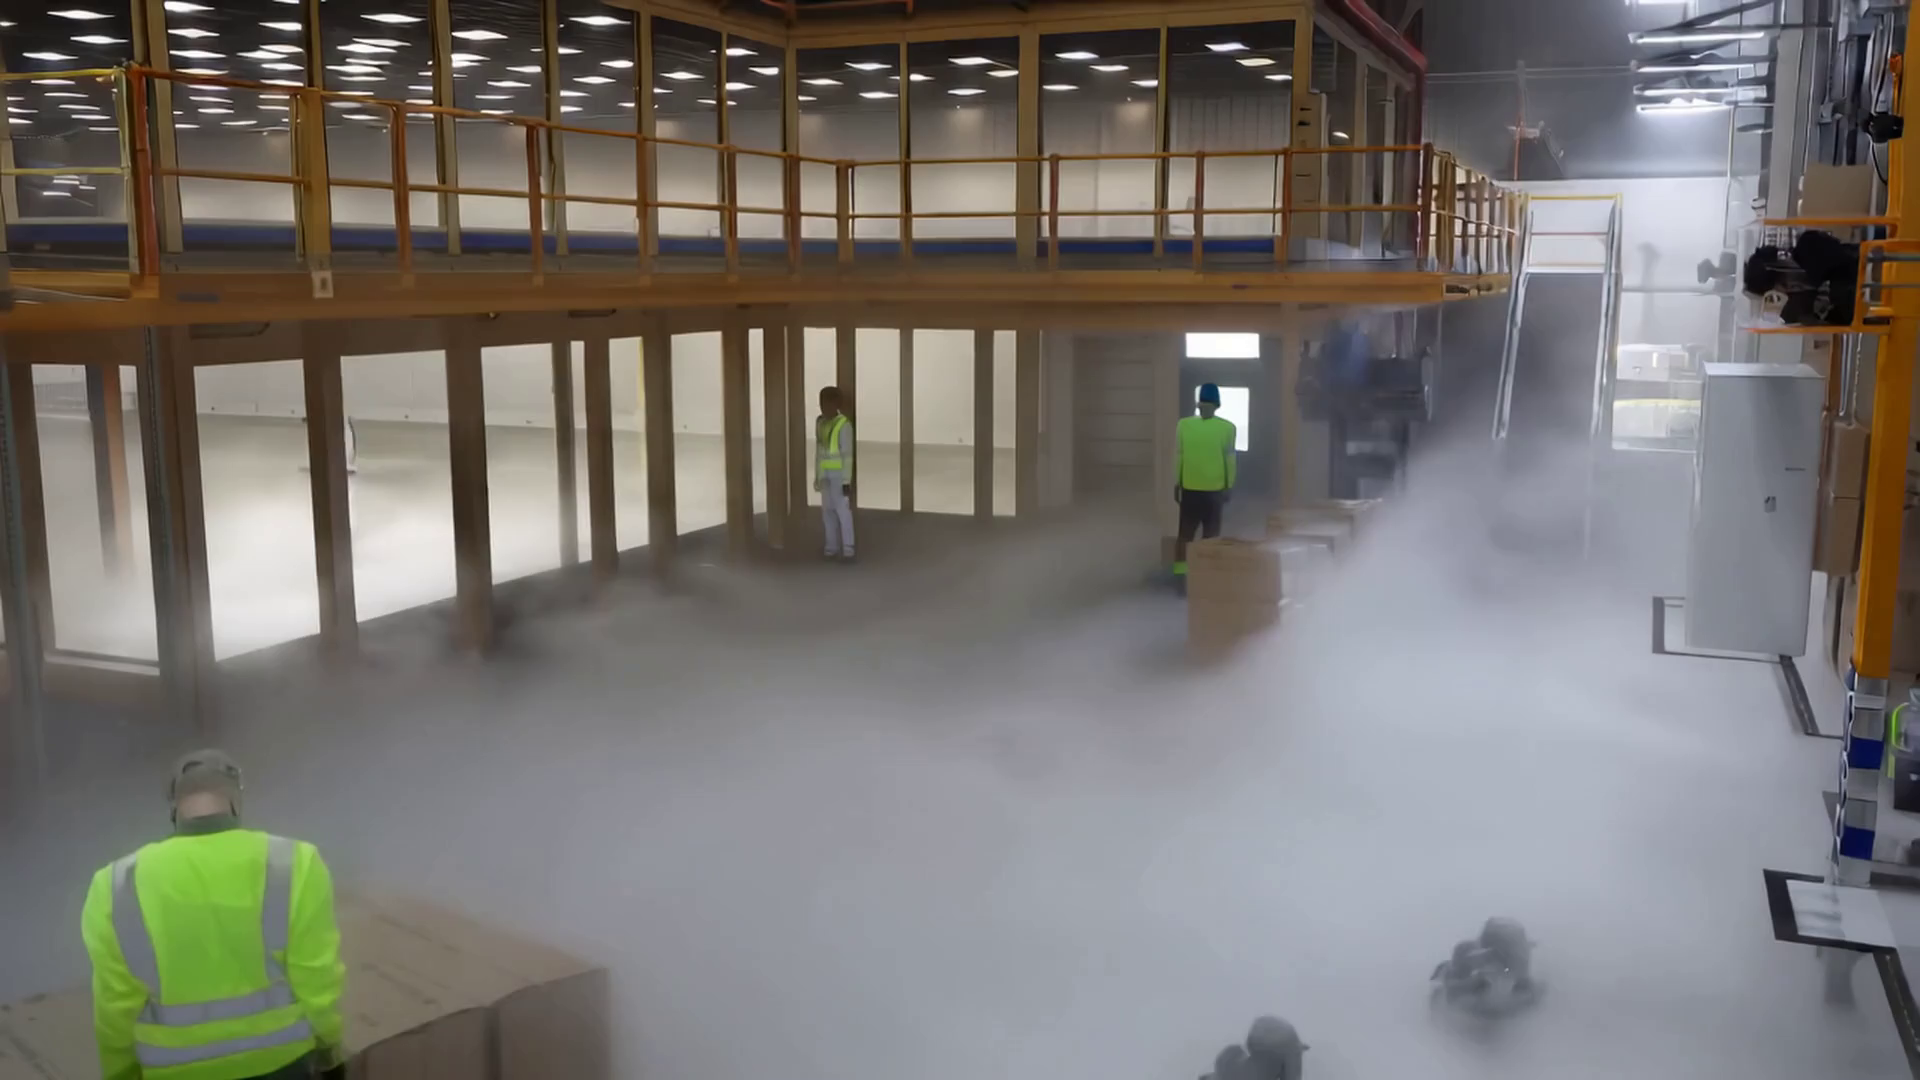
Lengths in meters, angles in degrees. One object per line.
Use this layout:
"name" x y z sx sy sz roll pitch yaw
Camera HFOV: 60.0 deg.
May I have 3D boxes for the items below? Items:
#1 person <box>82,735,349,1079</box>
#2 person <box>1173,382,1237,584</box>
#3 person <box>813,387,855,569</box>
"person" -1.973 1.424 4.499 0.624 1.840 0.429 -3 10 -18
"person" 2.388 -0.550 16.225 0.612 1.986 0.406 1 9 7
"person" -1.304 -0.645 17.151 0.356 1.876 0.574 -9 13 -43
